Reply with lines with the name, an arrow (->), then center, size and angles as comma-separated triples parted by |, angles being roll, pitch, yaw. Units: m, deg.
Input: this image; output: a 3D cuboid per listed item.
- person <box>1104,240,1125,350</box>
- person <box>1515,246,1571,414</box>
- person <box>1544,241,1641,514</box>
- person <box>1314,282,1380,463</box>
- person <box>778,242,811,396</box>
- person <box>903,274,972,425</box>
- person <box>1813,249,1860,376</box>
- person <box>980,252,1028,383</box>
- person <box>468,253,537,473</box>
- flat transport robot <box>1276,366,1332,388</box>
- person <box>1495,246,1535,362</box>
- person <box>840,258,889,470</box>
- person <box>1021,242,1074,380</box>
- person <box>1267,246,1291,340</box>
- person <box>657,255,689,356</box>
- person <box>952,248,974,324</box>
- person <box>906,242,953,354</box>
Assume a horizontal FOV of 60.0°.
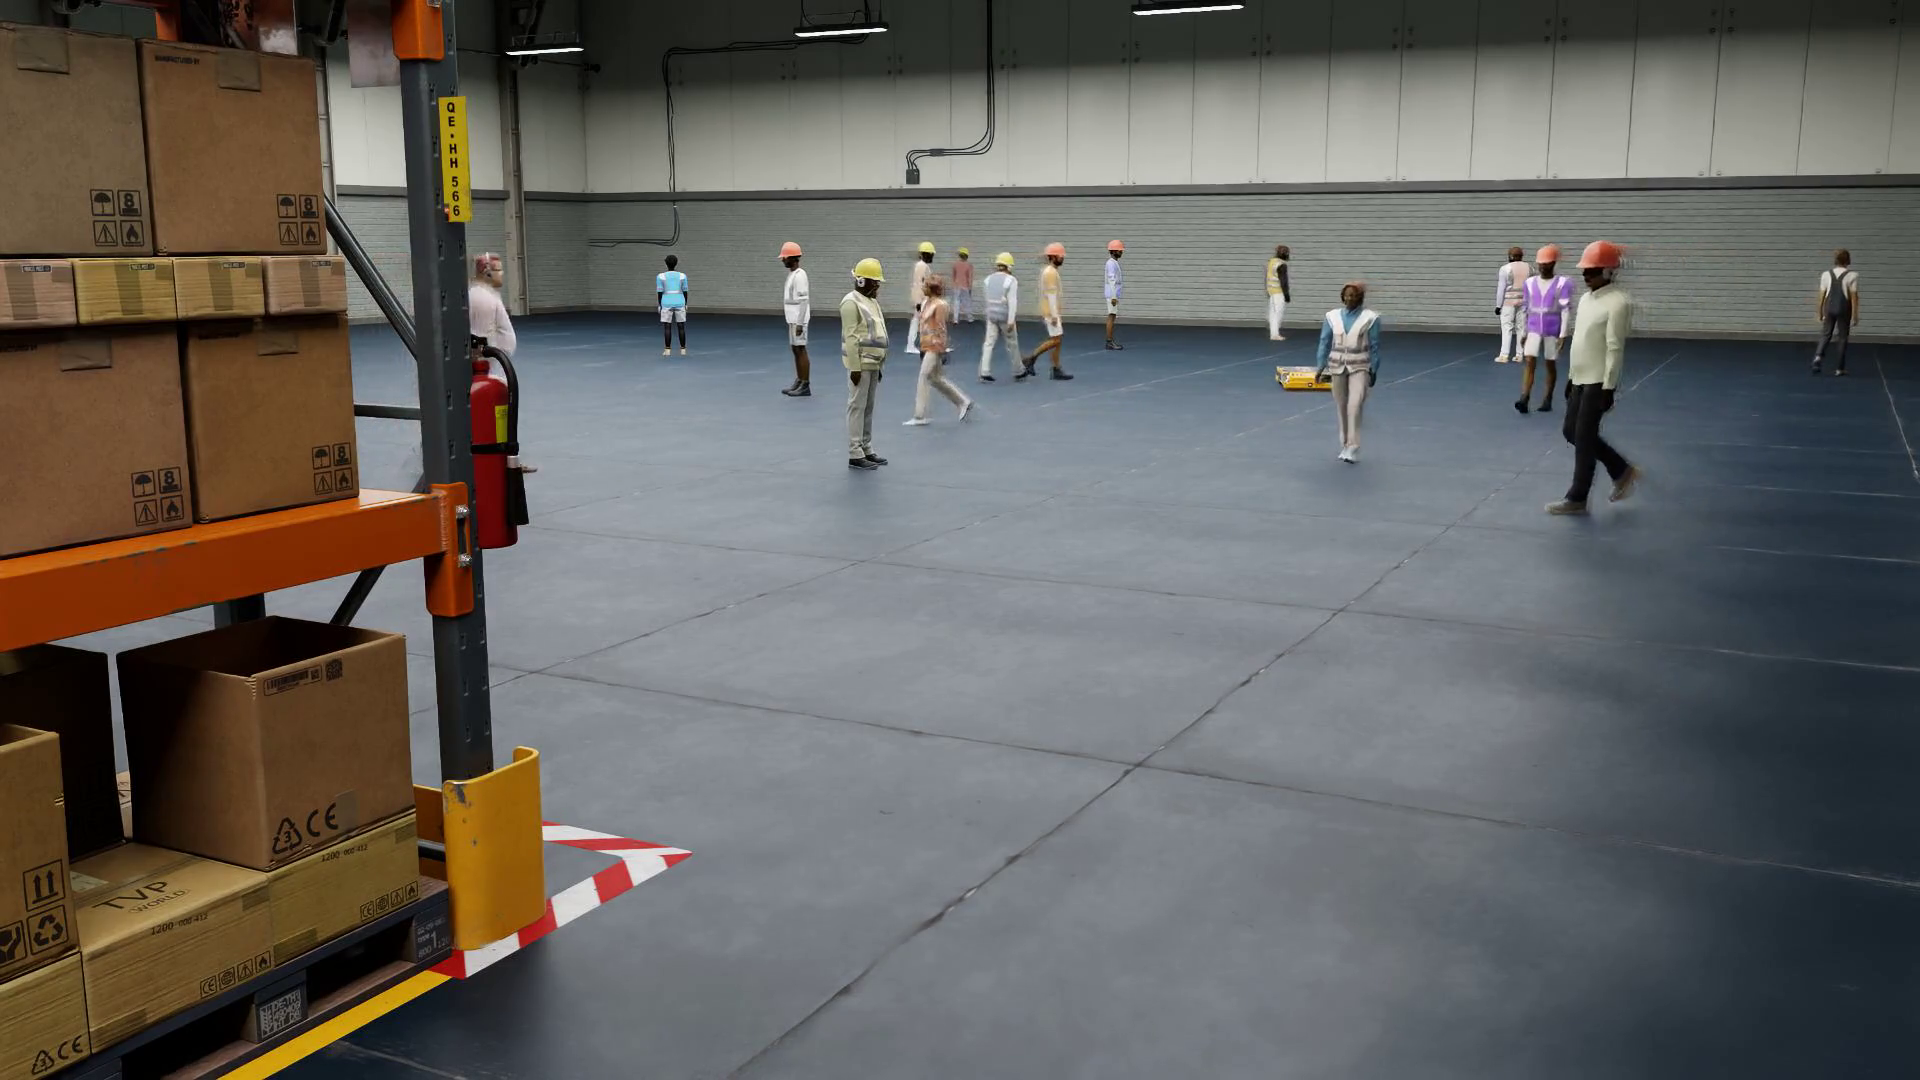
person -> 2.742, -4.346, 29.524 | 0.354, 1.939, 0.544 | 1, 10, 6
person -> 6.606, -2.366, 18.858 | 0.572, 1.884, 0.972 | 7, 12, 34
person -> 4.639, -1.165, 12.055 | 0.671, 1.979, 0.631 | -1, 10, -3
person -> 3.441, -1.486, 14.841 | 0.527, 1.603, 0.807 | 6, 12, 29
person -> -2.084, -2.778, 20.985 | 0.376, 1.934, 0.548 | -3, 11, -17
person -> -0.237, -2.035, 17.802 | 0.747, 1.614, 0.519 | -3, 11, -15
person -> 12.637, -3.267, 23.927 | 0.647, 1.831, 0.534 | -9, 14, -42
person -> 0.582, -3.057, 22.919 | 0.599, 1.789, 0.917 | 8, 13, 36
person -> -4.043, -1.479, 14.052 | 0.756, 1.882, 0.651 | -4, 11, -21
flat transport robot -> 4.630, -2.192, 22.324 | 0.652, 0.197, 1.431 | 1, 10, 6
person -> 8.828, -3.754, 26.558 | 0.625, 1.845, 0.429 | -3, 11, -15
person -> -0.819, -1.532, 14.491 | 0.403, 1.823, 0.588 | 3, 11, 16
person -> 1.249, -3.187, 23.245 | 0.636, 1.926, 0.557 | 1, 10, 7
person -> 6.191, -4.784, 32.274 | 0.431, 1.815, 0.674 | -1, 10, -7
person -> -4.808, -3.919, 27.855 | 0.535, 1.697, 0.318 | -4, 11, -20
person -> 0.066, -5.782, 37.955 | 0.534, 1.720, 0.877 | 3, 11, 14
person -> -0.510, -4.102, 28.306 | 0.890, 1.888, 0.599 | -1, 10, -5
